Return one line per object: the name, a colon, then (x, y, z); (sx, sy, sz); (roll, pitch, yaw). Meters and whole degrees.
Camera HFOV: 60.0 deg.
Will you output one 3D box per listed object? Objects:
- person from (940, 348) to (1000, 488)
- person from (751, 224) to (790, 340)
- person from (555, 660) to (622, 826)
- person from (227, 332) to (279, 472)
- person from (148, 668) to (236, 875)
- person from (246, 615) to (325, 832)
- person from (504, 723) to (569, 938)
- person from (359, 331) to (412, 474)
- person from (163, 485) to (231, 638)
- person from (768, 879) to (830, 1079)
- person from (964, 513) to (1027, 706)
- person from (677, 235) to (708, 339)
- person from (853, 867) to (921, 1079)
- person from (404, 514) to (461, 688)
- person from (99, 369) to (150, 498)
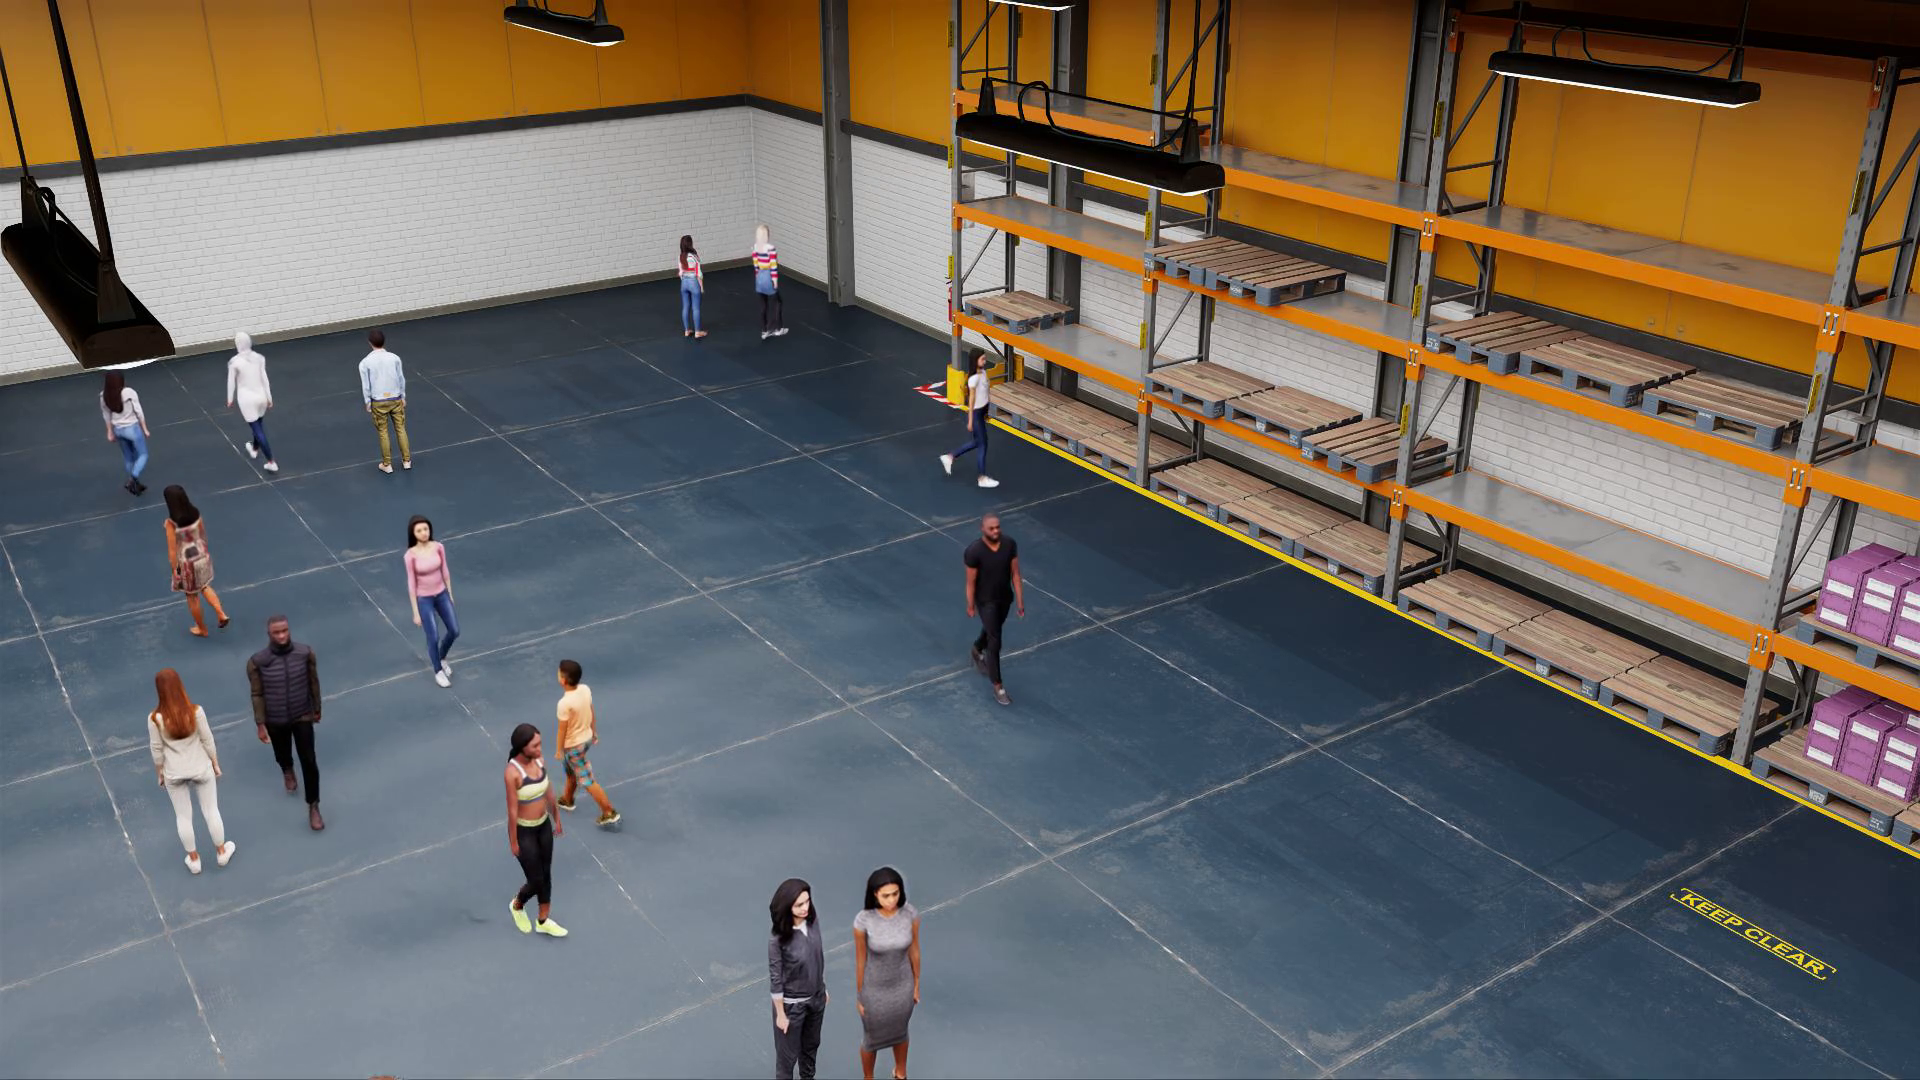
person: (0.119, -1.487, 20.240); (1.072, 1.755, 0.985); (6, 24, 13)
person: (-3.079, -4.028, 26.001); (0.767, 1.797, 0.847); (17, 29, 33)
person: (-3.038, 1.656, 13.445); (1.035, 1.438, 0.872); (9, 25, 20)
person: (-8.777, -1.680, 20.709); (1.178, 1.733, 0.792); (21, 31, 39)
person: (-5.954, 1.781, 12.823); (0.650, 1.707, 0.599); (-10, 25, -21)
person: (-5.473, 1.423, 13.519); (0.799, 1.807, 1.197); (-12, 26, -25)
person: (-3.164, 2.099, 12.048); (0.801, 1.747, 0.733); (13, 27, 26)
person: (-7.155, -1.736, 20.740); (0.670, 1.811, 0.549); (-15, 28, -31)
person: (-7.546, 0.227, 16.472); (0.910, 1.632, 0.829); (11, 26, 24)
person: (-1.009, 2.844, 10.321); (0.620, 1.764, 0.656); (16, 28, 33)
person: (0.275, 0.557, 15.535); (0.779, 1.778, 1.239); (-12, 26, -25)
person: (-4.238, -4.000, 26.166); (0.600, 1.614, 0.724); (12, 26, 26)
person: (-0.470, 2.806, 10.389); (0.632, 1.779, 0.625); (-7, 25, -16)
person: (-4.995, 0.544, 15.623); (0.629, 1.732, 0.652); (-20, 31, -38)
person: (-9.993, -1.263, 19.902); (0.851, 1.616, 0.925); (3, 24, 6)
